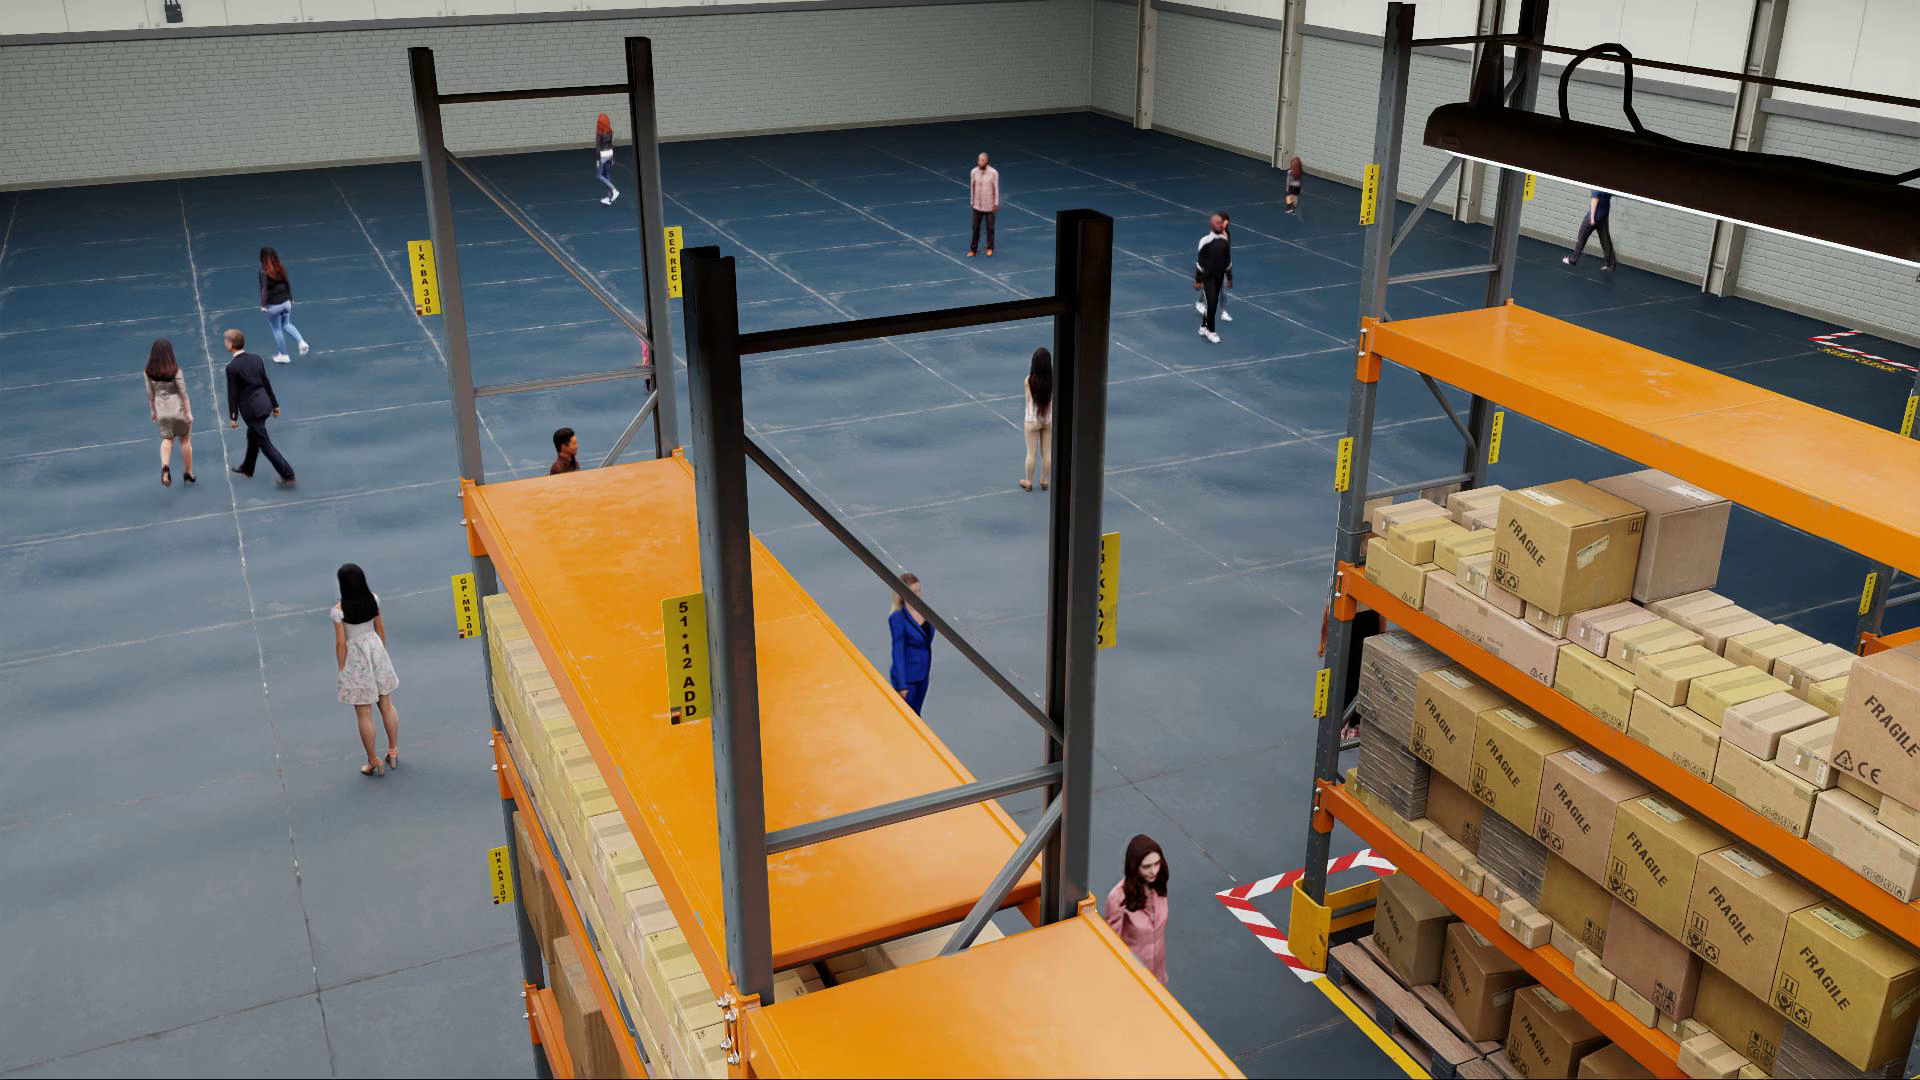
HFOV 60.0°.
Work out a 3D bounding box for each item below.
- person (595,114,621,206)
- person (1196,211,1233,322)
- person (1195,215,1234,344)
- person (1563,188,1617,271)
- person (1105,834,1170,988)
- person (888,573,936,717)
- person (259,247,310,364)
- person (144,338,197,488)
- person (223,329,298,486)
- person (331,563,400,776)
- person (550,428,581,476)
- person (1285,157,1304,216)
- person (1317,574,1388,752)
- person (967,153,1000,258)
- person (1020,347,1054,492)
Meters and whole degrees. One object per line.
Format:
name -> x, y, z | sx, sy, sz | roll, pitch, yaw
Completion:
person -> -6.913, -7.447, 32.657 | 0.925, 1.769, 0.803 | 16, 28, 33
person -> 3.820, -4.147, 25.094 | 0.553, 1.617, 1.026 | -10, 25, -23
person -> 3.592, -3.816, 24.067 | 0.736, 1.810, 0.891 | -13, 26, -28
person -> 10.706, -5.357, 27.671 | 0.744, 1.825, 1.204 | -14, 27, -29
person -> 0.980, 2.439, 9.369 | 0.646, 1.801, 0.577 | -16, 28, -32
person -> -0.400, 1.042, 12.785 | 0.736, 1.699, 0.702 | 11, 26, 25
person -> -9.340, -3.223, 22.916 | 0.918, 1.621, 0.856 | 9, 25, 20
person -> -8.747, -1.353, 18.378 | 0.816, 1.730, 0.995 | -1, 23, -2
person -> -7.802, -1.435, 18.530 | 1.255, 1.762, 1.209 | 9, 25, 20
person -> -4.588, 0.985, 12.825 | 0.778, 1.772, 0.755 | 18, 29, 36
person -> -3.743, -0.199, 15.640 | 0.982, 1.749, 1.021 | 0, 23, 1
person -> 6.452, -6.817, 32.036 | 0.536, 1.098, 0.573 | -5, 24, -11
person -> 3.163, 0.793, 13.314 | 0.784, 1.743, 0.849 | 11, 26, 25
person -> 0.459, -5.804, 28.774 | 1.041, 1.786, 1.120 | 6, 24, 14
person -> 0.894, -1.321, 18.400 | 0.655, 1.653, 0.584 | -10, 25, -22
